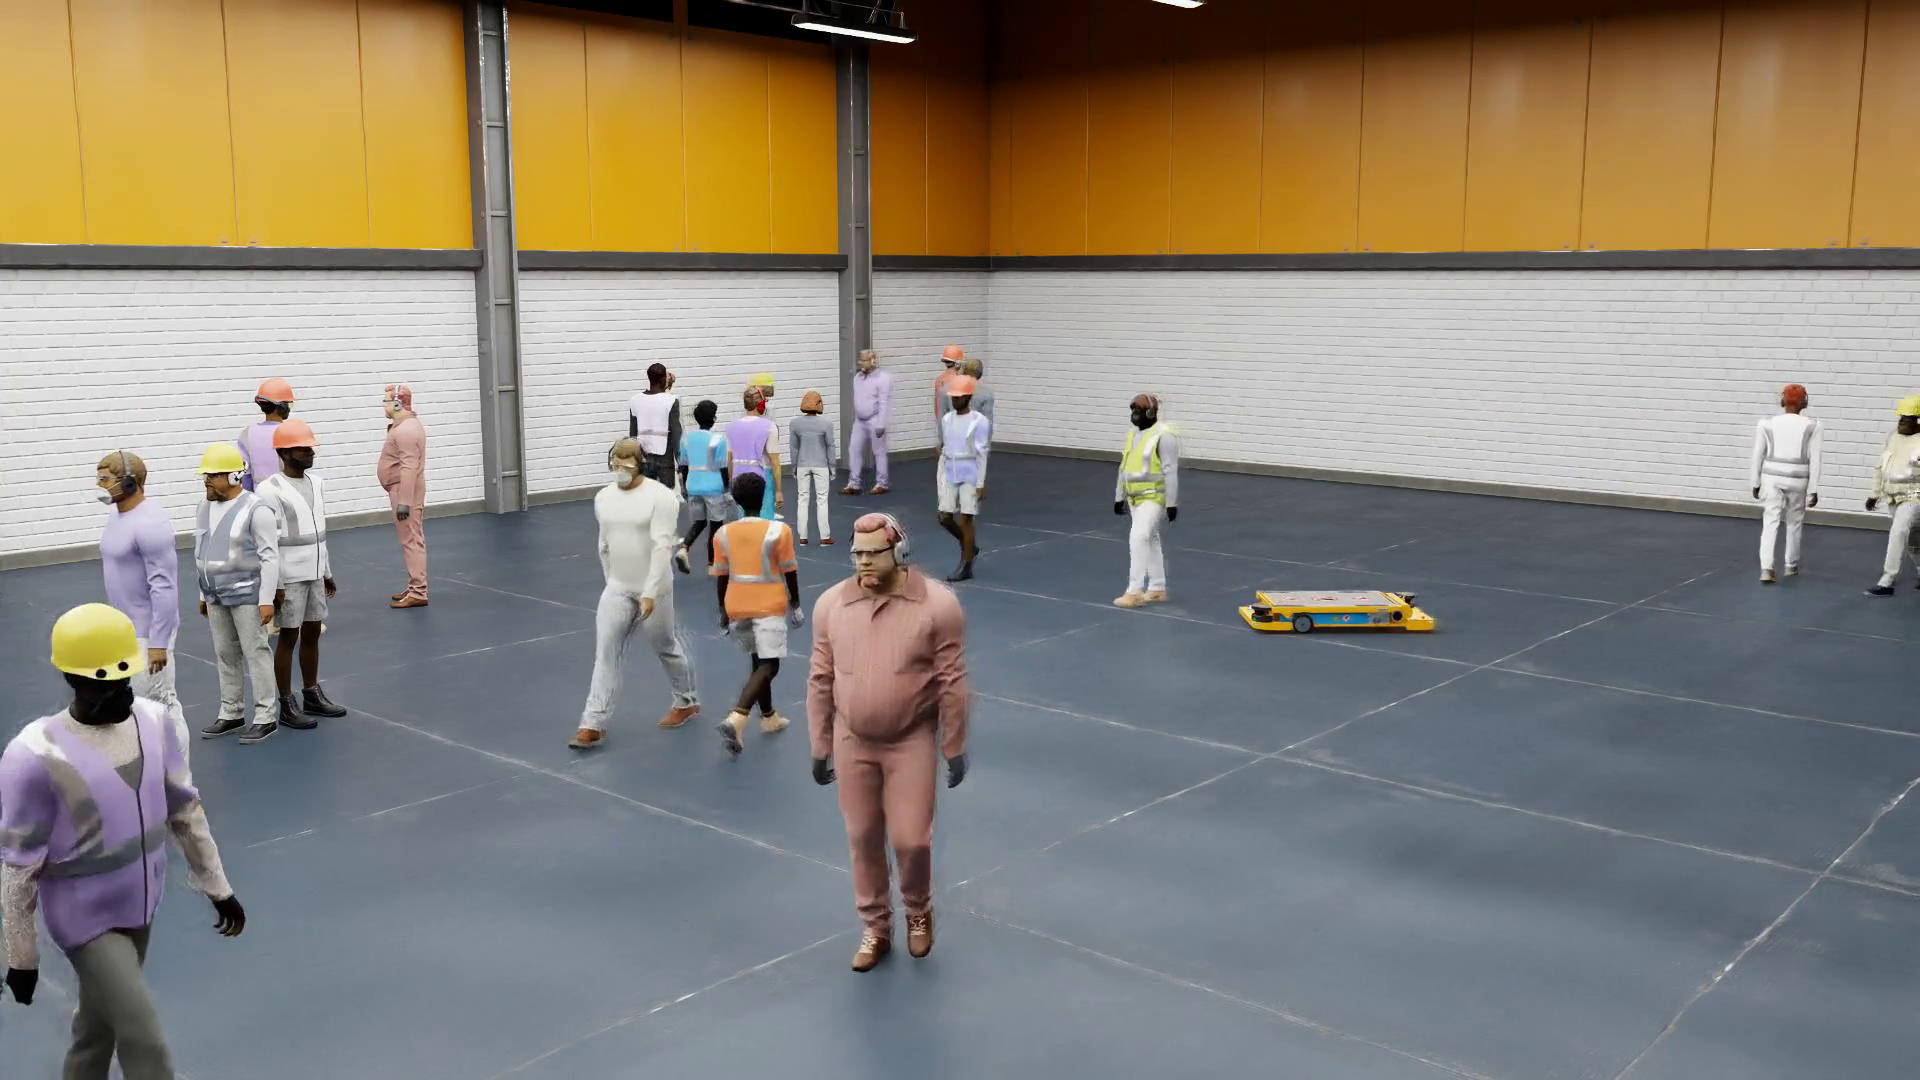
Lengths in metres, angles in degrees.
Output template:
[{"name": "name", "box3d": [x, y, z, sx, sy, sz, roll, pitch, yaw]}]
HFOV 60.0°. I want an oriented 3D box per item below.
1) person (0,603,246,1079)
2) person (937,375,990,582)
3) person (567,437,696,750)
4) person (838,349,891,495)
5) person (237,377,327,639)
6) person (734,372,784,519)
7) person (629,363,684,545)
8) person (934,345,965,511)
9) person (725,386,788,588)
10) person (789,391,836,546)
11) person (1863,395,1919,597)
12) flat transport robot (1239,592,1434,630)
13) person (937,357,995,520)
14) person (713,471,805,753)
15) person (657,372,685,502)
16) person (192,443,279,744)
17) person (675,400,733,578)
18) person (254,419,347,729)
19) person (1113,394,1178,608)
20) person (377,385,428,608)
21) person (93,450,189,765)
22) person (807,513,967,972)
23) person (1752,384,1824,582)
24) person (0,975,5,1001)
[{"name": "person", "box3d": [-2.461, 1.113, 4.979, 0.925, 1.884, 0.622, 2, 9, 12]}, {"name": "person", "box3d": [0.047, -0.575, 15.442, 0.547, 1.922, 0.473, 6, 11, 35]}, {"name": "person", "box3d": [-1.974, 0.305, 10.112, 0.615, 1.878, 1.021, 4, 10, 23]}, {"name": "person", "box3d": [-1.238, -1.493, 21.320, 0.680, 1.876, 0.813, 8, 12, 41]}, {"name": "person", "box3d": [-5.287, -0.242, 12.967, 0.605, 2.045, 0.377, 3, 9, 16]}, {"name": "person", "box3d": [-2.304, -1.071, 19.170, 0.502, 1.730, 0.490, -6, 11, -35]}, {"name": "person", "box3d": [-3.177, -0.891, 17.433, 0.600, 1.917, 0.376, 3, 10, 20]}, {"name": "person", "box3d": [-0.086, -1.353, 20.090, 0.371, 1.997, 0.622, -5, 11, -31]}, {"name": "person", "box3d": [-1.843, -0.454, 14.914, 0.563, 1.847, 0.388, 5, 10, 29]}, {"name": "person", "box3d": [-1.536, -0.745, 17.412, 0.500, 1.633, 0.282, 2, 9, 12]}, {"name": "person", "box3d": [8.452, -0.397, 14.742, 0.900, 1.796, 0.578, -2, 9, -13]}, {"name": "flat transport robot", "box3d": [3.025, 0.566, 13.440, 1.431, 0.197, 0.652, 0, 9, -1]}, {"name": "person", "box3d": [0.040, -1.111, 18.868, 0.661, 1.907, 0.748, 2, 9, 15]}, {"name": "person", "box3d": [-1.252, 0.422, 9.960, 0.527, 1.668, 0.787, 4, 10, 25]}, {"name": "person", "box3d": [-3.658, -1.282, 20.763, 0.514, 1.640, 0.310, 4, 10, 26]}, {"name": "person", "box3d": [-4.405, 0.323, 10.085, 0.601, 1.830, 0.404, 4, 10, 25]}, {"name": "person", "box3d": [-2.383, -0.458, 15.449, 0.536, 1.683, 0.479, 5, 10, 30]}, {"name": "person", "box3d": [-4.146, 0.206, 10.474, 0.351, 1.942, 0.547, 3, 9, 17]}, {"name": "person", "box3d": [1.500, -0.334, 14.236, 0.759, 1.815, 0.664, -4, 10, -26]}, {"name": "person", "box3d": [-4.765, -0.375, 14.233, 0.404, 1.906, 0.652, -2, 9, -14]}, {"name": "person", "box3d": [-4.279, 0.491, 8.697, 0.354, 1.938, 0.635, -9, 12, -43]}, {"name": "person", "box3d": [-0.315, 0.826, 6.751, 0.668, 1.884, 0.445, 2, 9, 14]}, {"name": "person", "box3d": [7.649, -0.526, 15.423, 0.593, 1.838, 0.976, 6, 11, 34]}, {"name": "person", "box3d": [-2.930, 1.170, 4.463, 0.615, 1.921, 0.761, 0, 9, -3]}]
